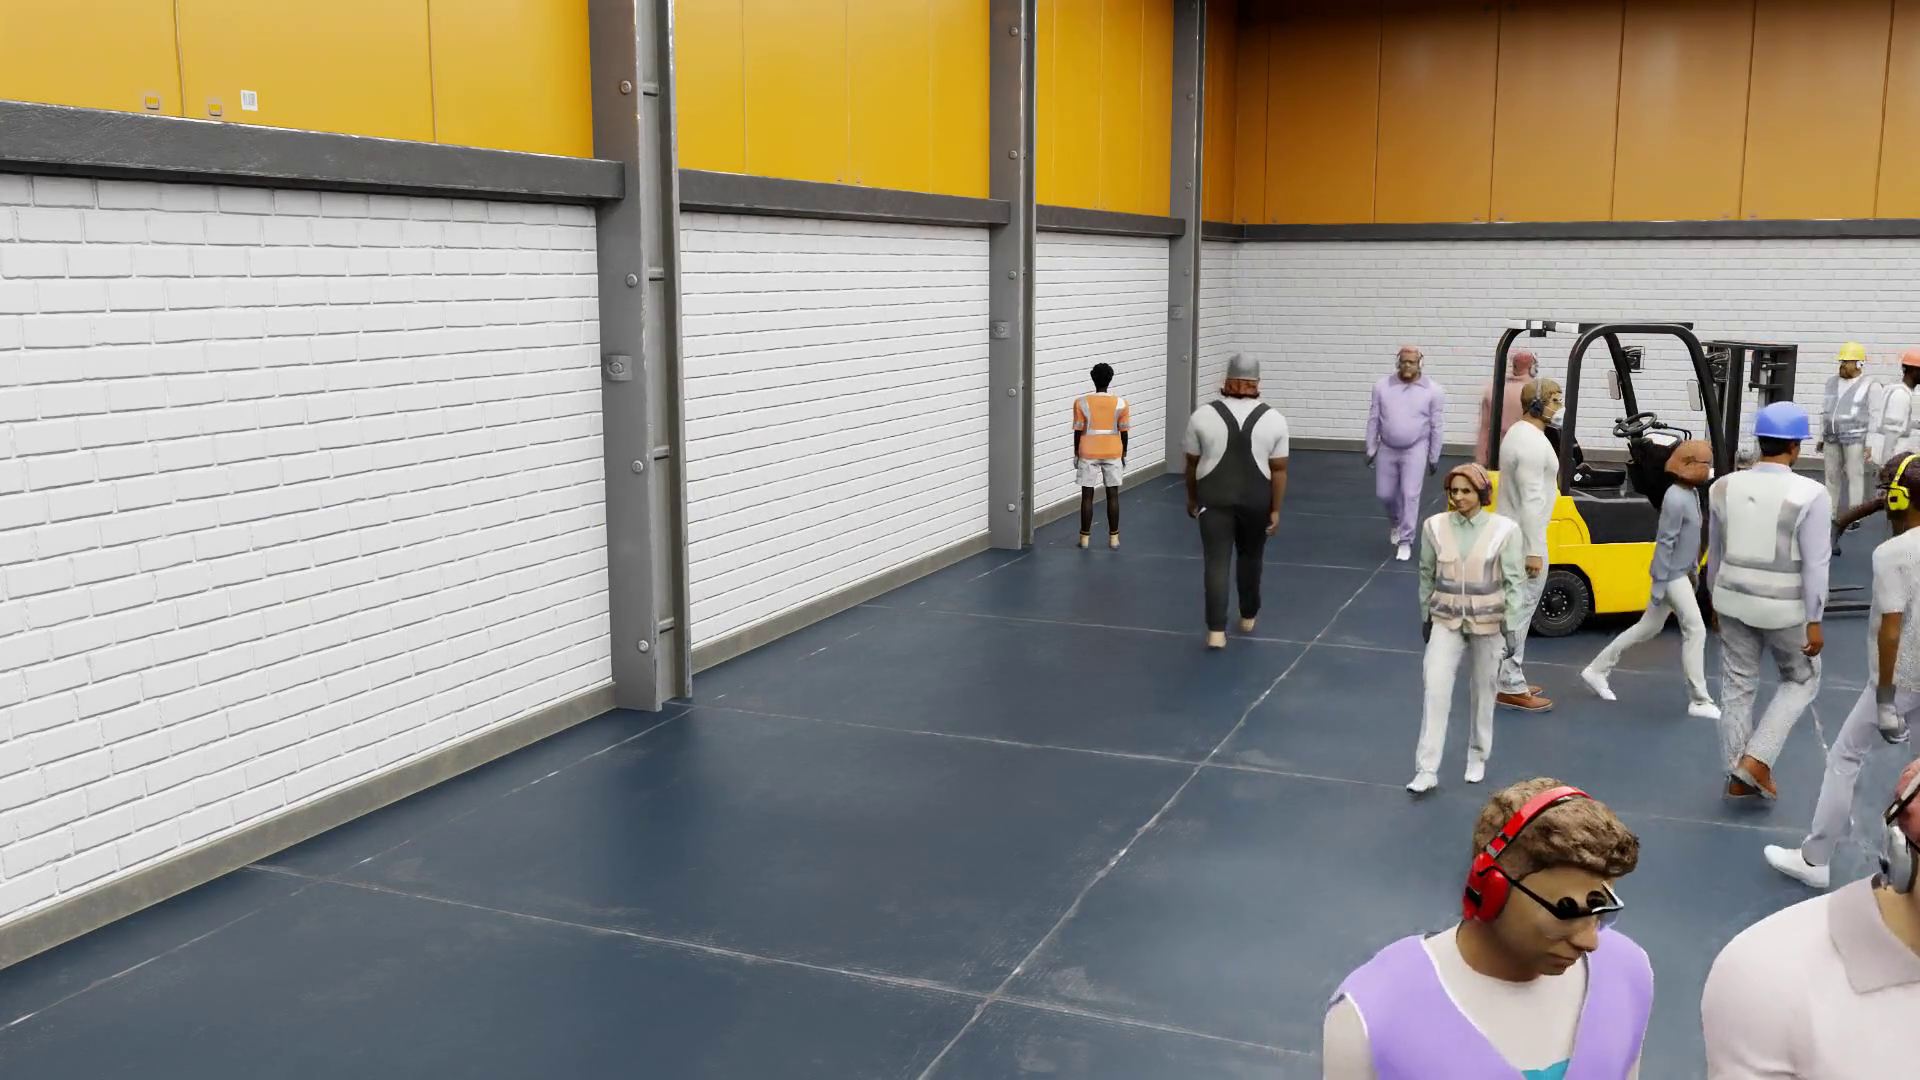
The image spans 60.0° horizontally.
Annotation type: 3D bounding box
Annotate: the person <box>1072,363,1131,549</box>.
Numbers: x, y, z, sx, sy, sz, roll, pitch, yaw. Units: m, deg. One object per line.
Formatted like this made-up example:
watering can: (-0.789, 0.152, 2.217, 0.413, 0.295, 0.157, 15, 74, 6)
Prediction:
person: (1.279, -0.760, 15.110, 0.532, 1.691, 0.318, -1, 9, -4)

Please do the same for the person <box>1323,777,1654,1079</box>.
person: (0.799, 1.231, 2.647, 0.674, 1.816, 0.497, -4, 10, -21)

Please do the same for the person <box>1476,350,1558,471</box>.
person: (4.788, -0.683, 14.146, 1.000, 1.853, 0.661, -7, 12, -37)

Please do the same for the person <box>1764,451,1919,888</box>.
person: (3.697, 0.559, 6.671, 0.524, 1.837, 0.878, -3, 10, -18)

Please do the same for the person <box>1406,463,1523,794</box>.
person: (2.442, 0.442, 8.053, 0.532, 1.604, 0.778, 6, 11, 30)

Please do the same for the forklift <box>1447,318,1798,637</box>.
forklift: (4.706, -0.497, 11.990, 2.313, 2.155, 1.214, -2, 10, -10)

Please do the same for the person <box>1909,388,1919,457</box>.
person: (7.748, -0.562, 12.962, 0.698, 2.001, 0.583, 1, 9, 7)

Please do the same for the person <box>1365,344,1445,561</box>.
person: (3.931, -0.790, 14.694, 0.652, 1.887, 0.685, 5, 11, 28)

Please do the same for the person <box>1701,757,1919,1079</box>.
person: (1.481, 1.217, 2.648, 0.645, 1.864, 0.990, 2, 10, 13)

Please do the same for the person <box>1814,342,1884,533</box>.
person: (8.557, -0.990, 16.080, 0.404, 1.829, 0.610, -4, 10, -25)

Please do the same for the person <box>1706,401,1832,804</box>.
person: (3.812, 0.312, 7.863, 0.439, 1.932, 0.635, -6, 11, -33)

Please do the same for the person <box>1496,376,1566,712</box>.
person: (3.286, 0.014, 9.664, 0.353, 1.937, 0.635, 2, 10, 10)

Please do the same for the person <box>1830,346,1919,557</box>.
person: (7.894, -0.720, 14.257, 0.824, 1.902, 0.557, 5, 11, 29)

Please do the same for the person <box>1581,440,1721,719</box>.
person: (4.050, 0.203, 9.608, 0.834, 1.600, 0.507, 5, 11, 30)

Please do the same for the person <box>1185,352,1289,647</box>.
person: (1.877, -0.317, 11.360, 0.680, 2.000, 1.022, 1, 9, 6)
